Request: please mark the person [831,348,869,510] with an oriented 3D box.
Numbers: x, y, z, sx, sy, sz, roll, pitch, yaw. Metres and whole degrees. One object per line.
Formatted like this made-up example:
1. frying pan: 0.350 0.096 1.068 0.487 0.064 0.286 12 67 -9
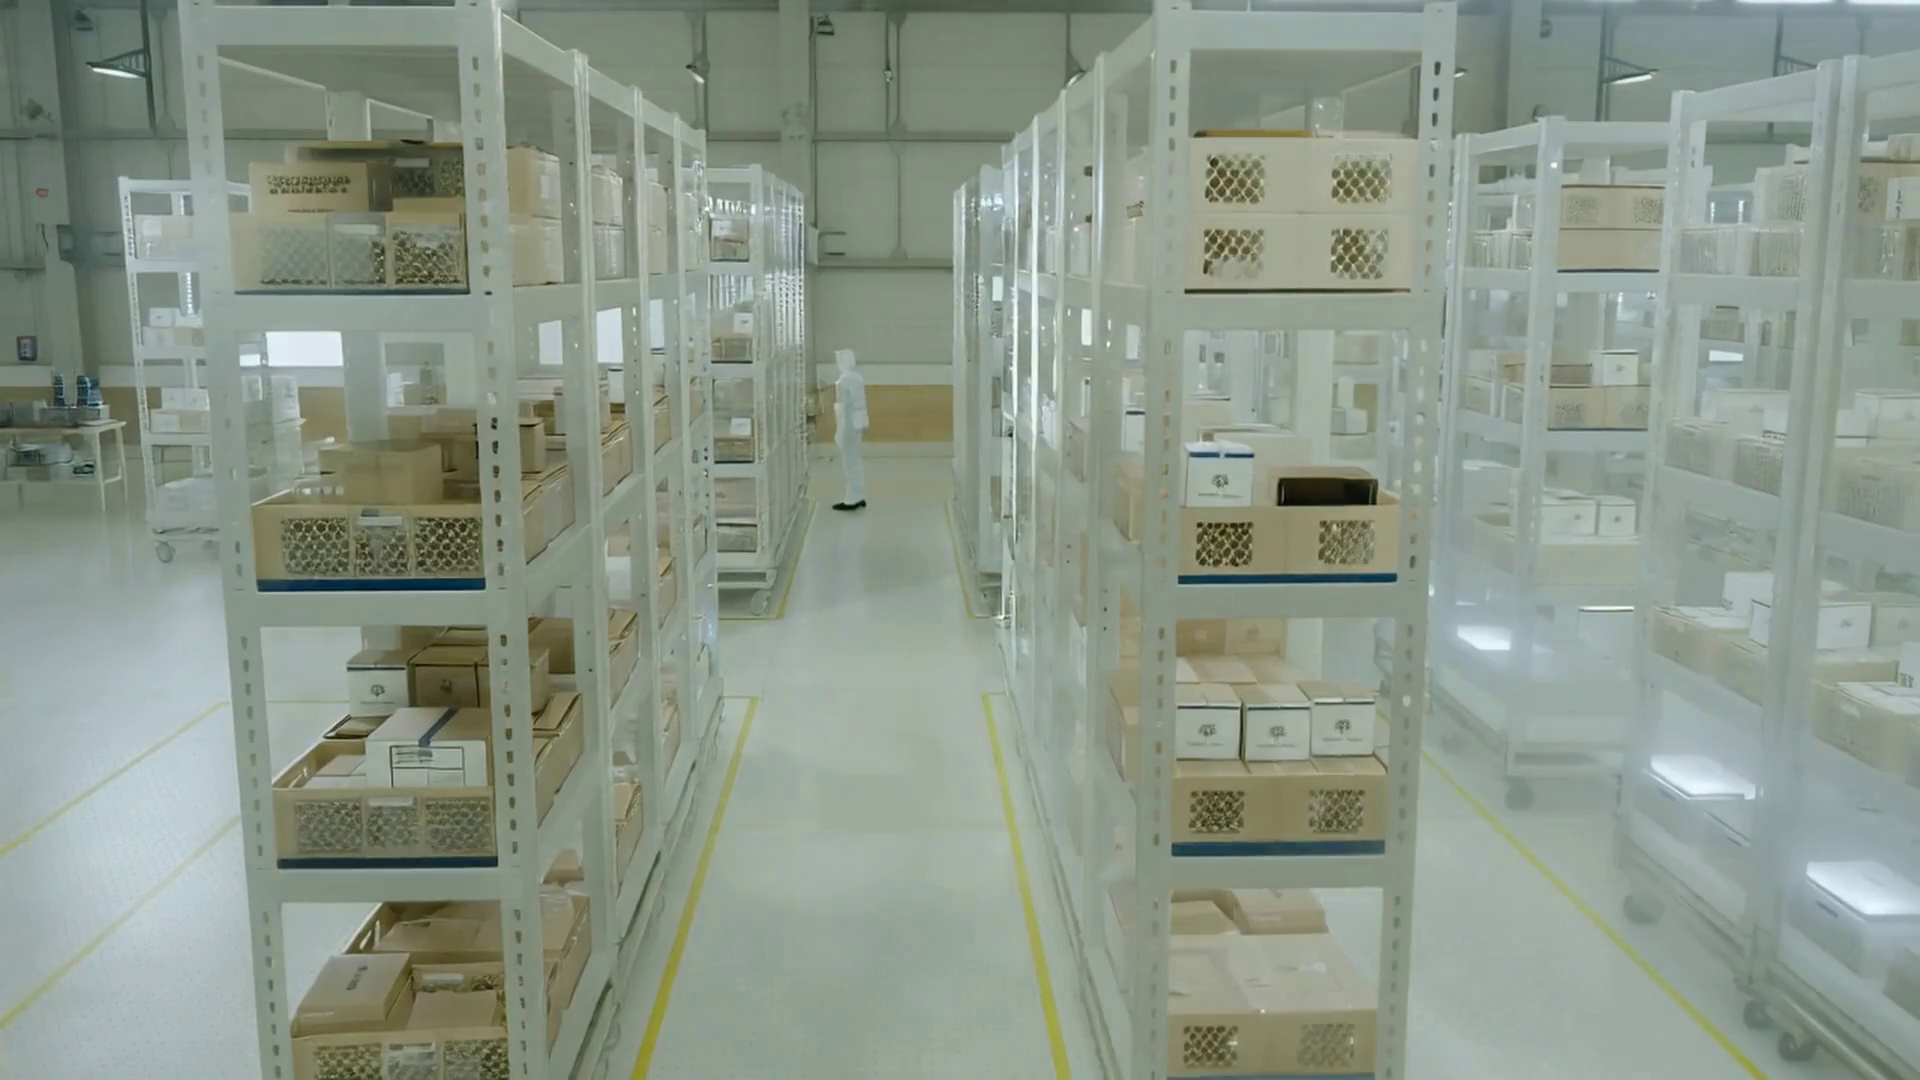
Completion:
1. person: -1.245 -1.260 18.951 0.389 1.837 0.560 4 11 20
